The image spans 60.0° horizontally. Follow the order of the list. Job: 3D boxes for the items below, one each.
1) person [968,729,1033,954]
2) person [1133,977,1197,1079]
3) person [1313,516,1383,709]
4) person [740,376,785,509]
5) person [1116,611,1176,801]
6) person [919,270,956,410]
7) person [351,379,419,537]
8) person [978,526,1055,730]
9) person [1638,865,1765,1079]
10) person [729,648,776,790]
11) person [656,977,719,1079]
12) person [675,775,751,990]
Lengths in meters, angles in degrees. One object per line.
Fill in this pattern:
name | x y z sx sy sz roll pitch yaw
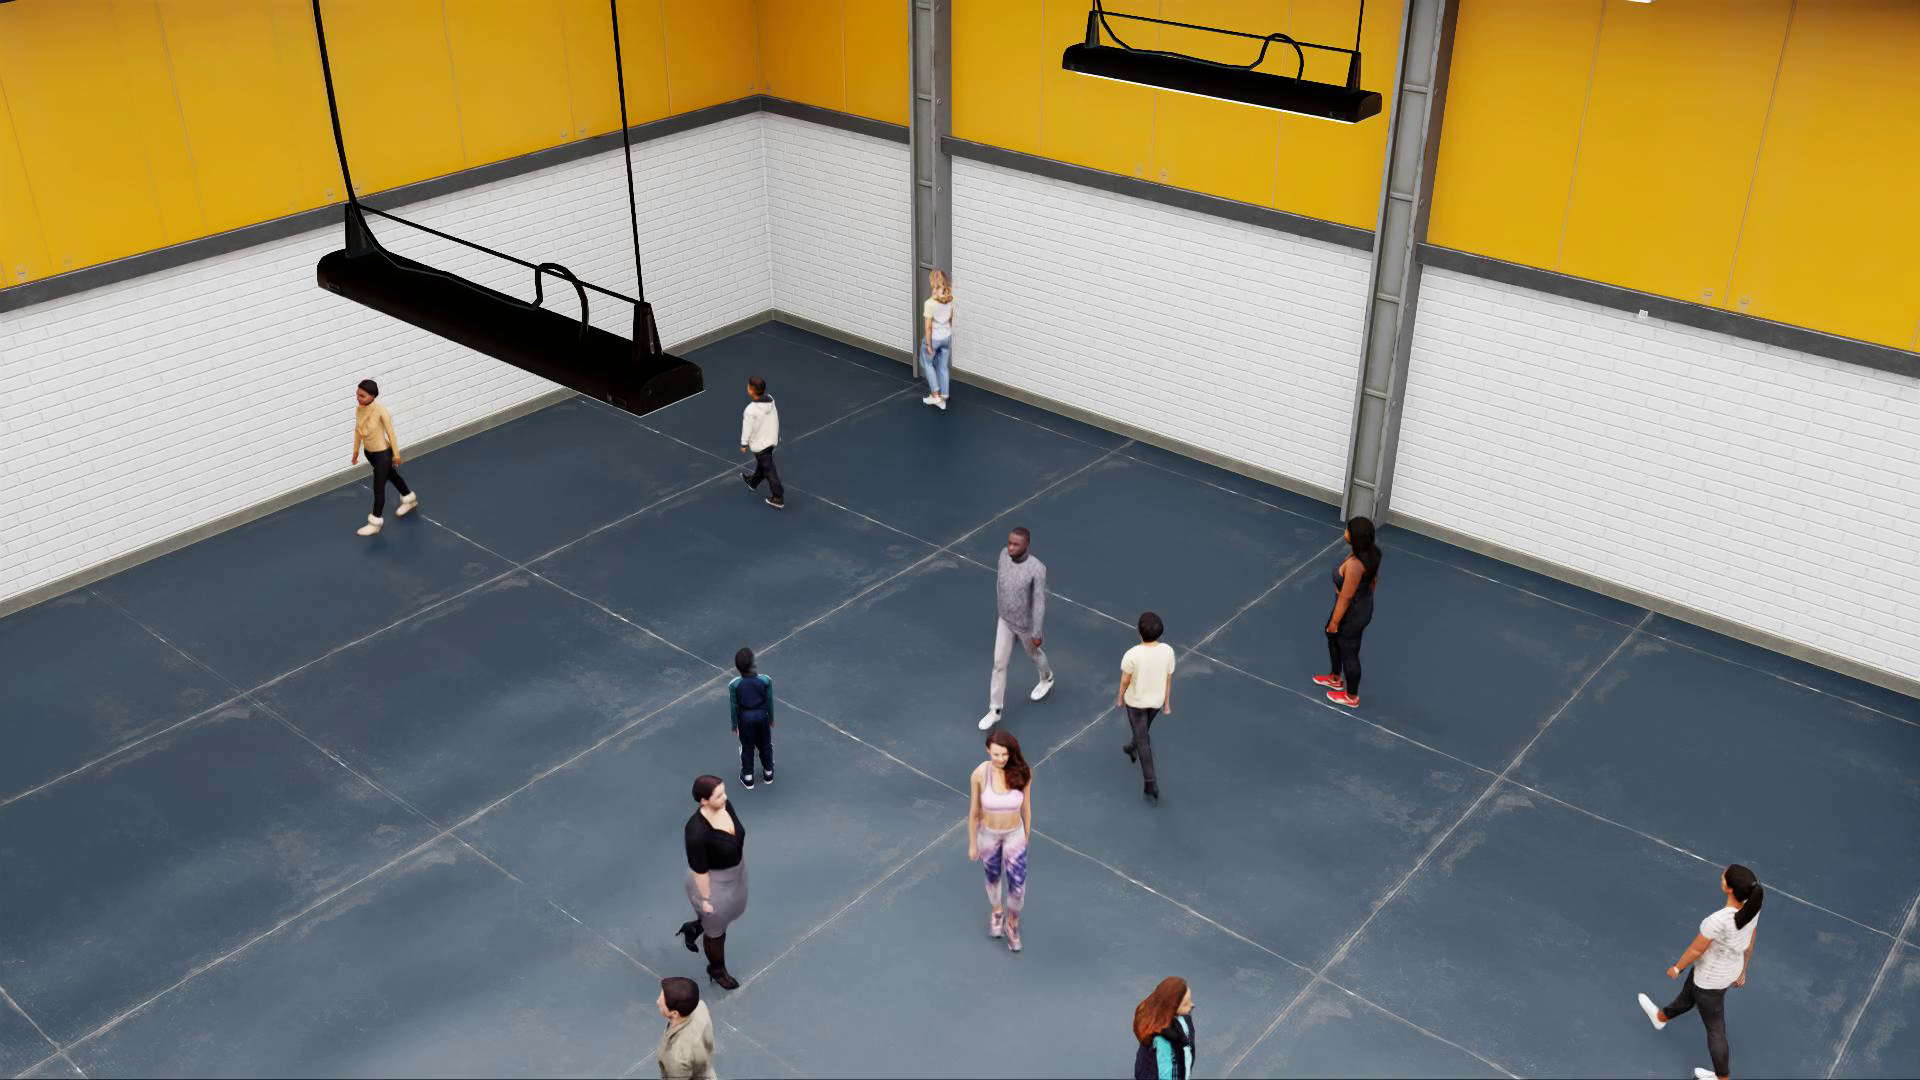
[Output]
person | 0.274 2.023 11.607 0.760 1.752 0.819 -1 29 -1
person | 1.184 3.161 9.776 0.756 1.508 0.688 9 30 15
person | 3.412 0.635 14.097 0.776 1.804 0.740 17 33 28
person | -2.013 -1.007 17.510 0.947 1.419 0.665 18 34 30
person | 1.479 1.327 13.098 0.914 1.547 1.081 -9 30 -16
person | -0.193 -2.341 19.646 0.678 1.716 0.667 -22 35 -34
person | -5.920 -0.910 17.125 1.063 1.618 0.738 17 33 28
person | 0.580 0.671 14.043 1.126 1.793 0.785 21 35 33
person | 4.788 2.780 10.381 0.791 1.598 1.113 -17 33 -28
person | -1.657 1.409 13.251 0.571 1.256 0.602 -9 30 -15
person | -1.404 3.182 9.371 1.267 1.858 1.062 6 29 10
person | -1.718 2.277 11.145 0.926 1.749 0.812 10 30 18
